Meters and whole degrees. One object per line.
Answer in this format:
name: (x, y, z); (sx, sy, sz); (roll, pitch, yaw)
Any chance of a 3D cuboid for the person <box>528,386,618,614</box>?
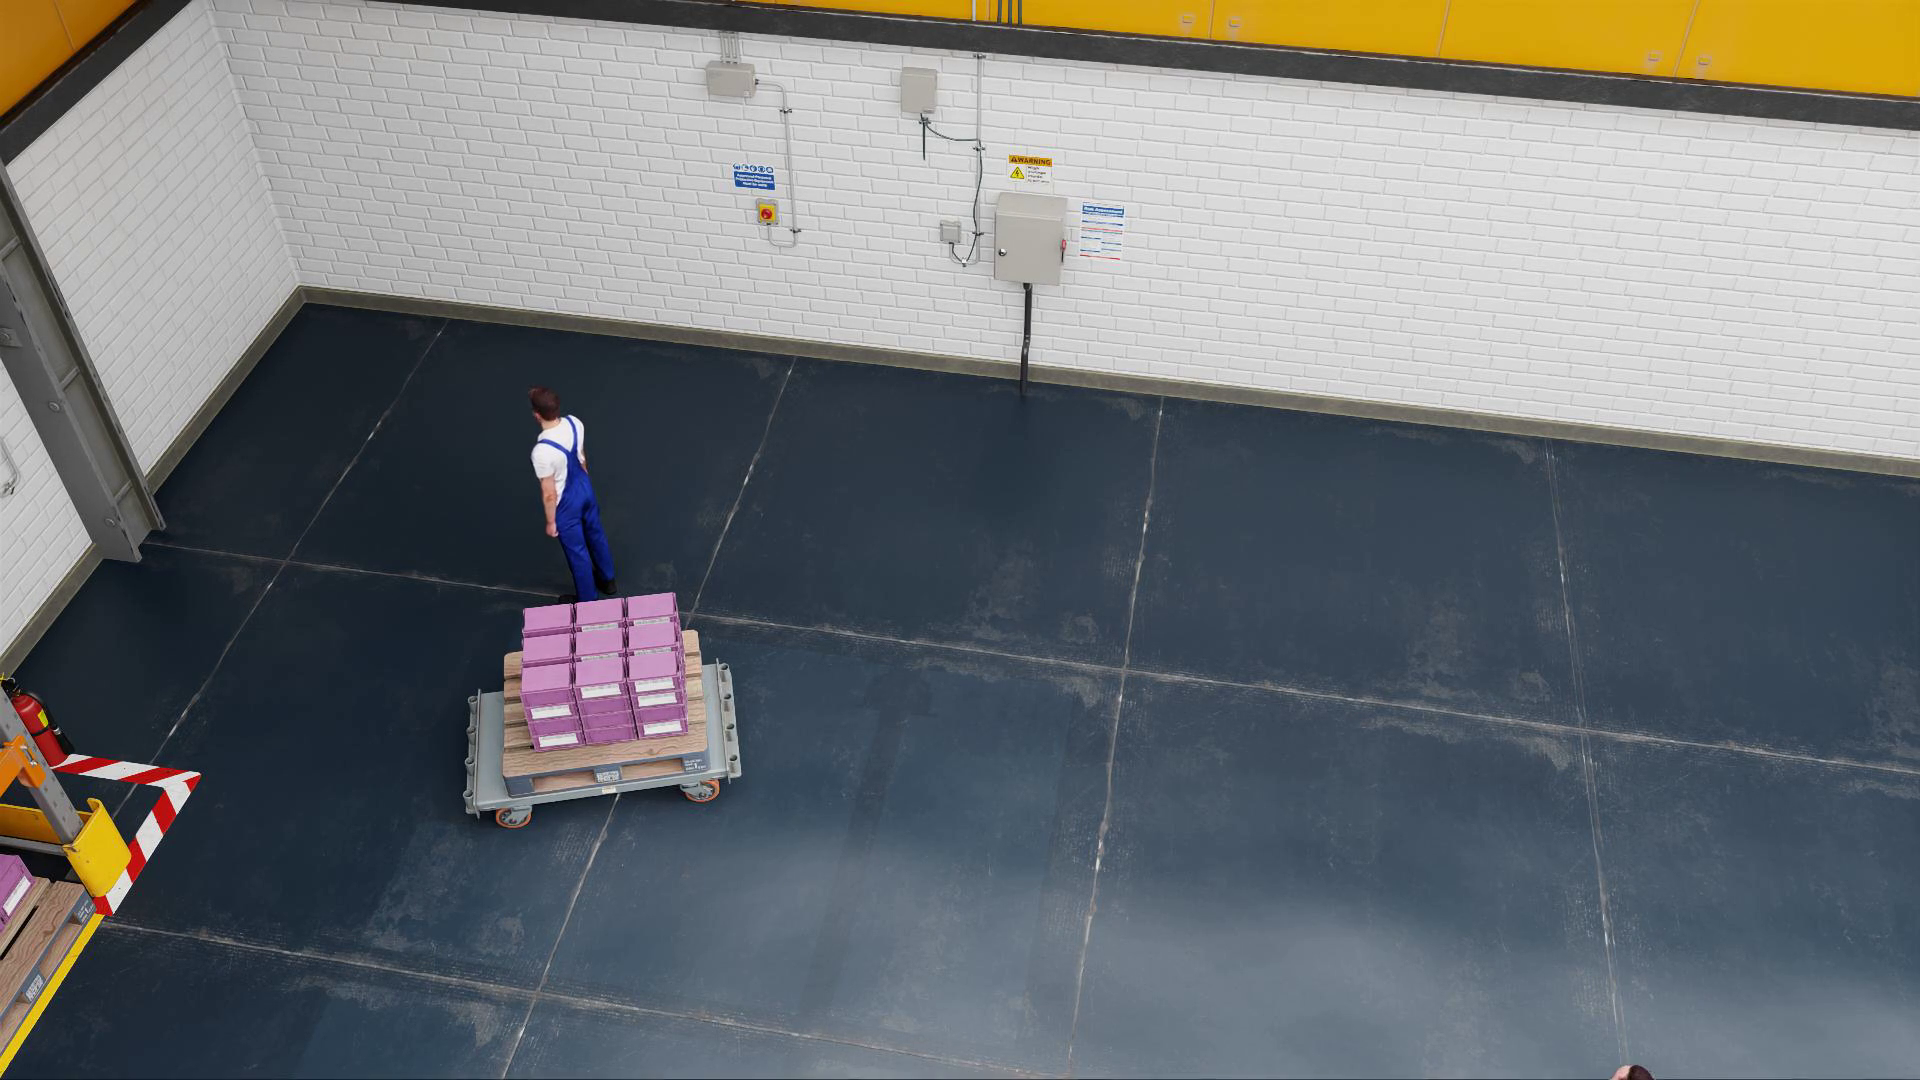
person: (-2.564, -0.257, 10.949); (0.752, 1.849, 0.619); (19, 47, 19)
